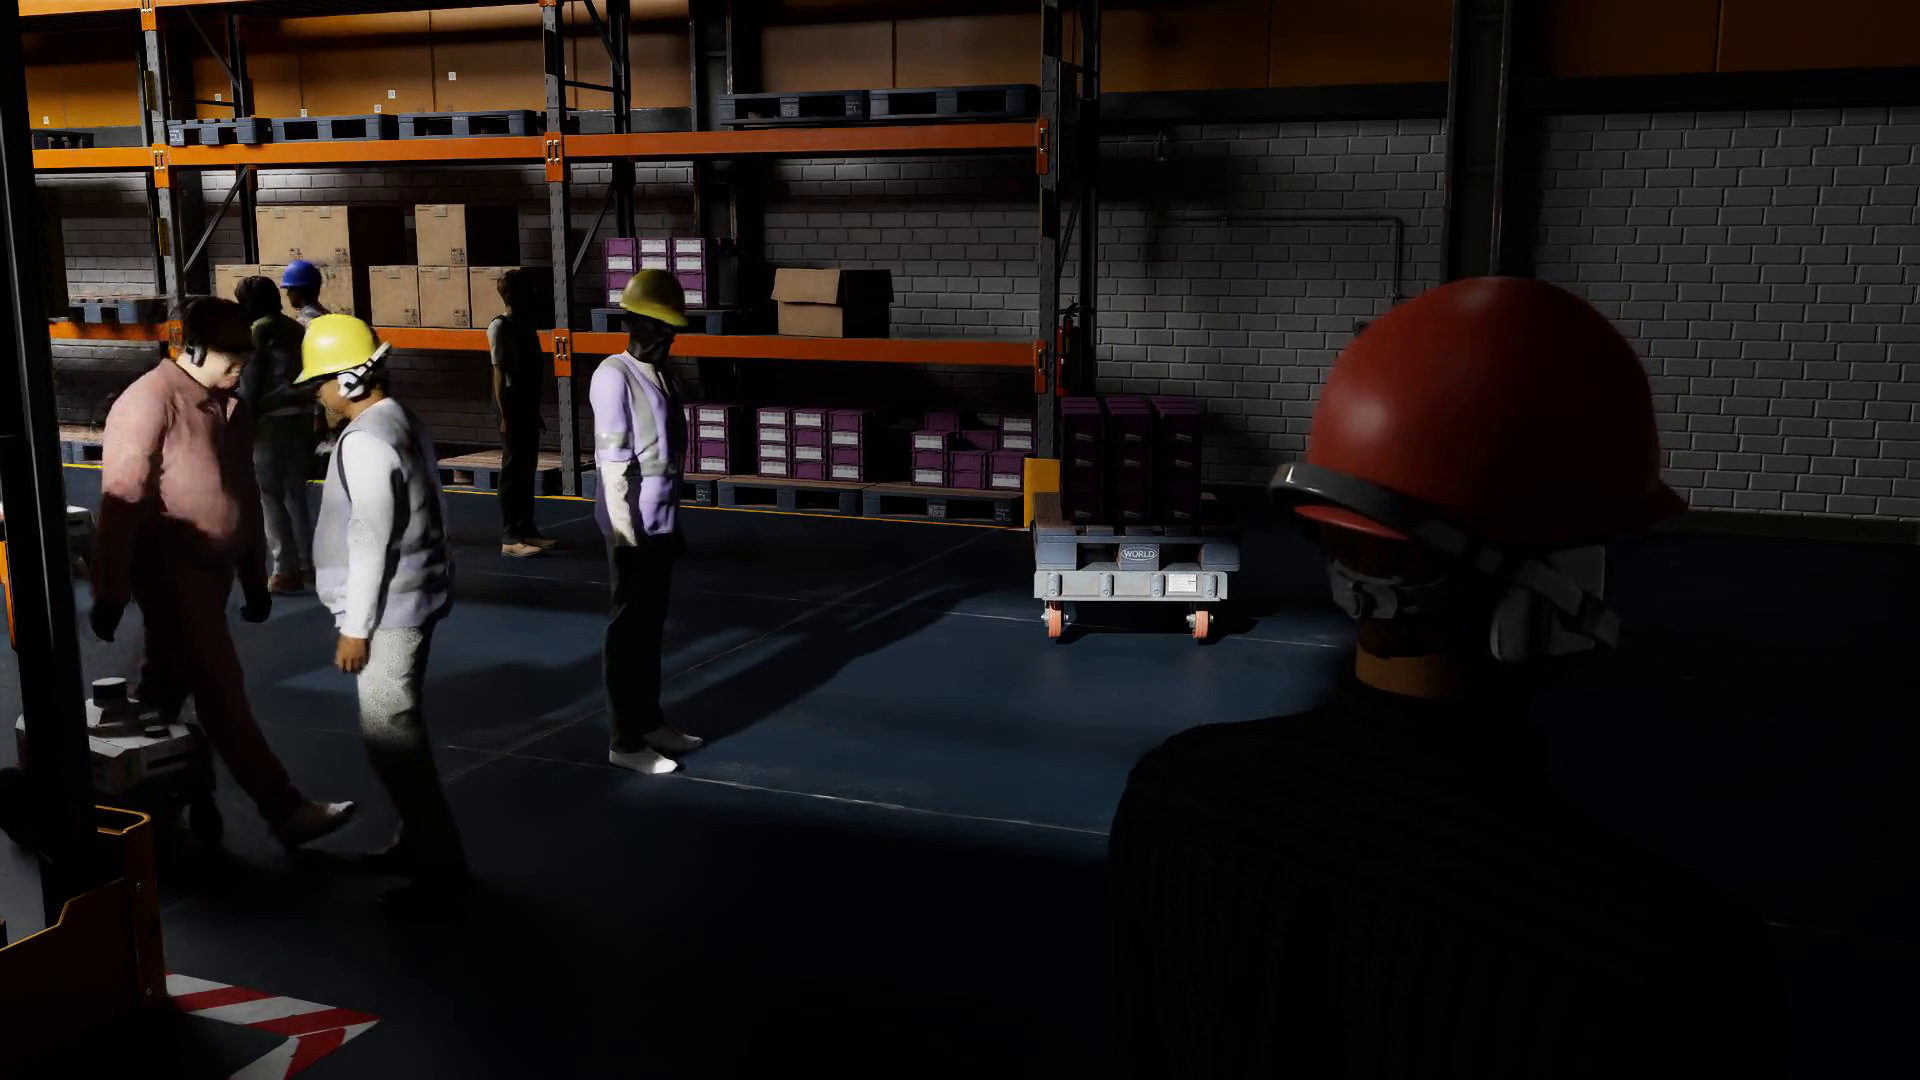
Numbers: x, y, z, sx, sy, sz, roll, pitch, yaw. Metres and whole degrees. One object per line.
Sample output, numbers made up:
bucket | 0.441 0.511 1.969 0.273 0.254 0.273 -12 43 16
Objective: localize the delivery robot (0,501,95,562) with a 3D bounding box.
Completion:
delivery robot | -5.588 -0.102 10.107 0.707 0.478 0.477 7 13 35

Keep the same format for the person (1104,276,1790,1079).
person | 0.370 0.796 1.349 0.384 1.995 0.611 -7 12 -35

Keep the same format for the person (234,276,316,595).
person | -3.940 -0.606 9.649 0.478 1.825 0.686 1 10 8

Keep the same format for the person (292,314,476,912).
person | -1.750 0.213 5.134 0.506 1.806 0.667 -2 10 -9

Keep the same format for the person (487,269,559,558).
person | -2.830 -0.812 10.726 0.339 1.845 0.514 2 10 10

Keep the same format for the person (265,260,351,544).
person | -4.324 -0.906 11.119 1.019 1.887 0.639 0 10 1

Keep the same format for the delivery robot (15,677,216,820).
delivery robot | -2.843 0.707 5.597 0.707 0.478 0.477 7 12 33

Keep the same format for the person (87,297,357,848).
person | -2.477 0.130 5.513 0.995 1.833 0.713 1 10 3

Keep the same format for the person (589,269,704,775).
person | -1.197 -0.074 6.419 0.392 1.916 0.588 2 10 12
